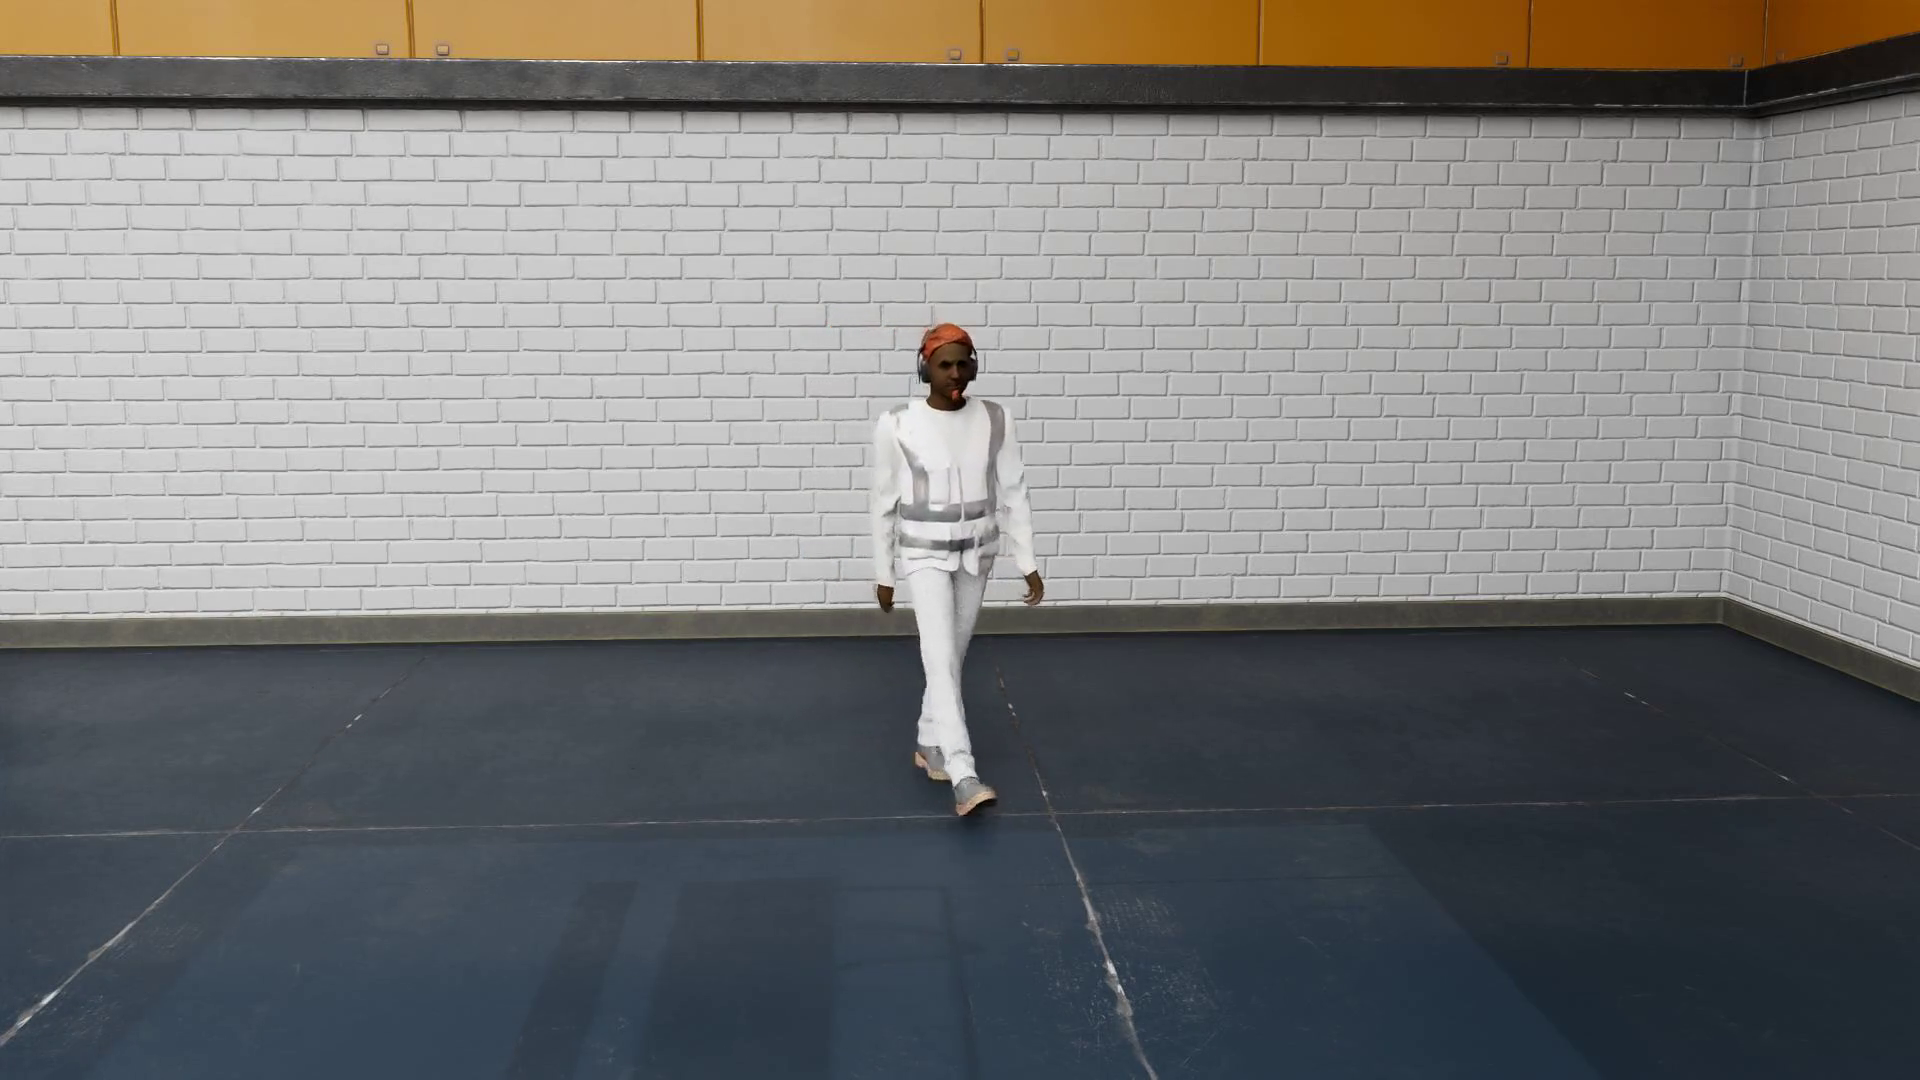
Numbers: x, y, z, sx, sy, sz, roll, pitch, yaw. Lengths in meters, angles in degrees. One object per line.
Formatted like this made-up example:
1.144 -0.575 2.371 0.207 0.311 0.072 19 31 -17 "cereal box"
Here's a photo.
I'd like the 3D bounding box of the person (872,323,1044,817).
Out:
-0.009 0.099 6.365 0.599 1.831 0.978 -4 10 -22 "person"
